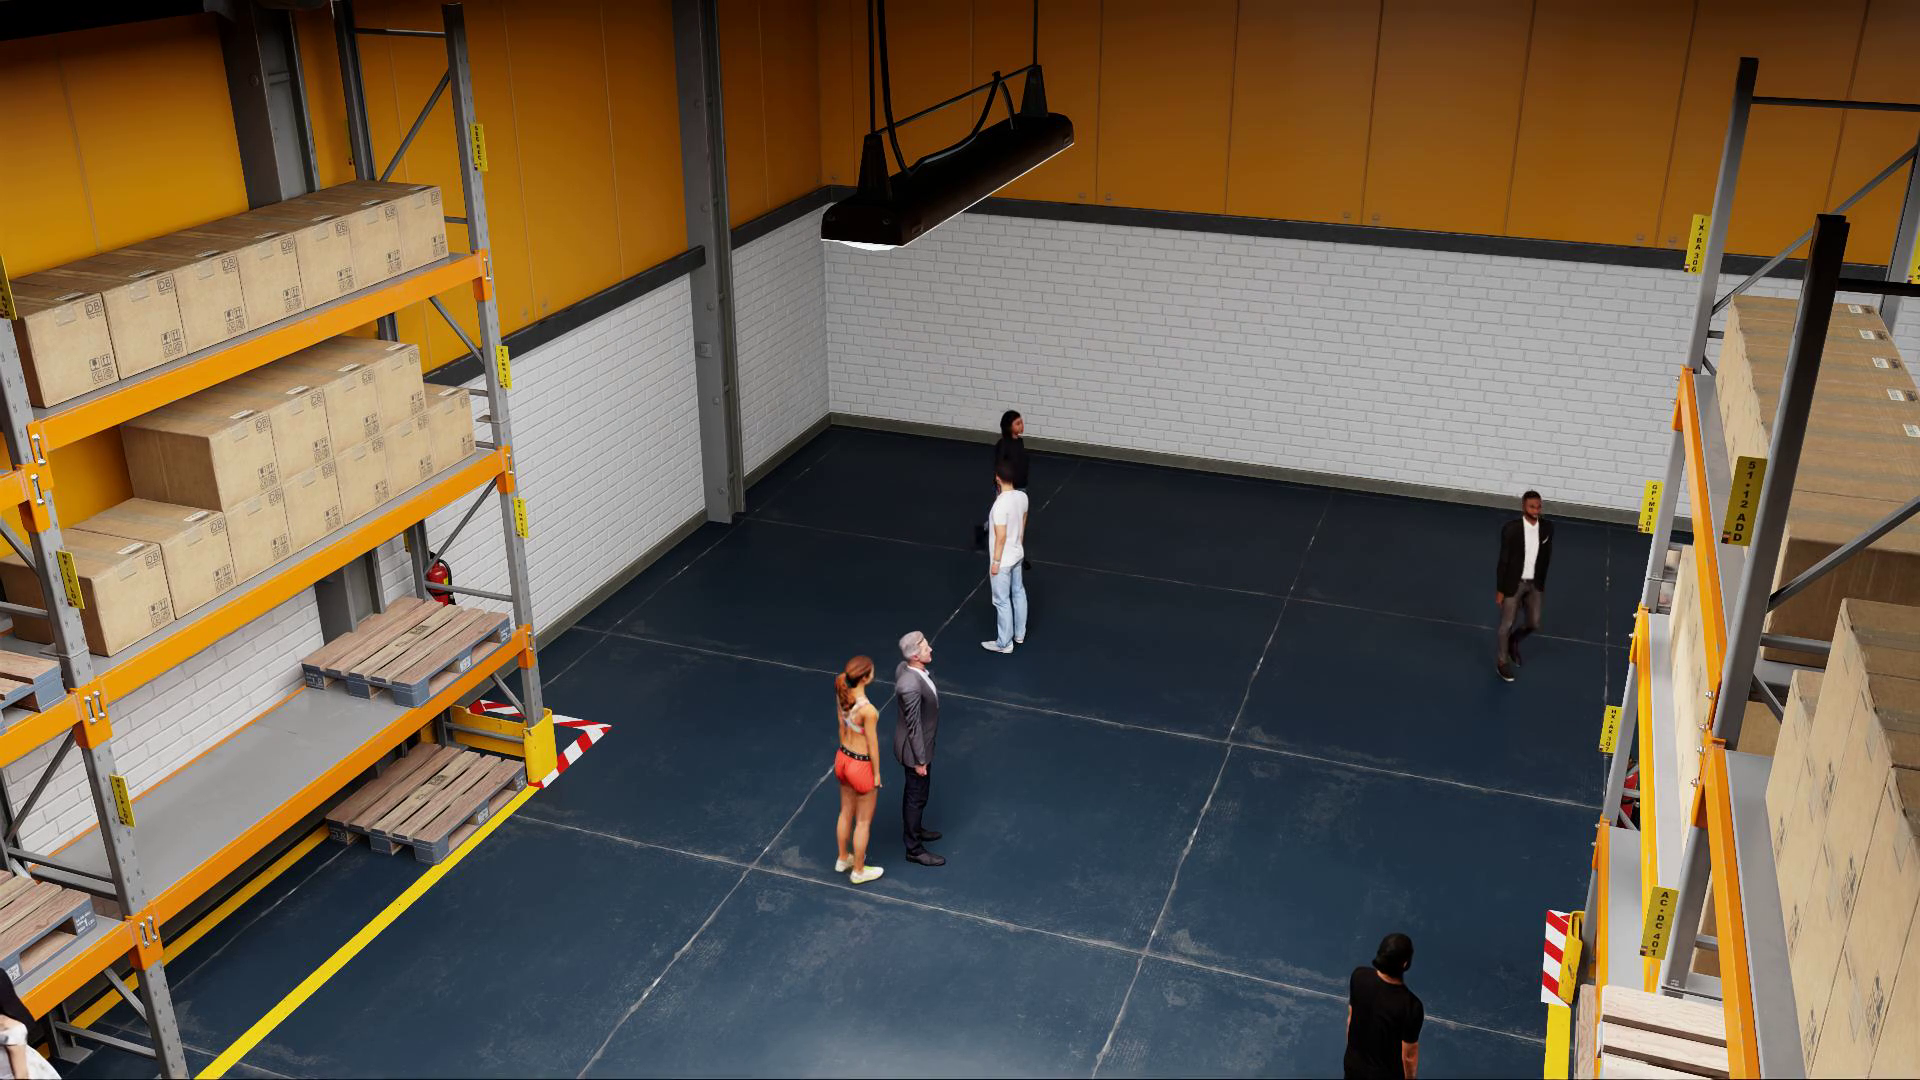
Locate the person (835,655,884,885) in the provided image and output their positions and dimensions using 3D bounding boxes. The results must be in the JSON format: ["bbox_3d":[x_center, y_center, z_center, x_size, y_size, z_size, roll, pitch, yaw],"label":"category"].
[{"bbox_3d":[-0.745,1.640,11.943,0.661,1.783,0.649,-20,31,-38],"label":"person"}]

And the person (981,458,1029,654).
[{"bbox_3d":[0.432,0.139,15.280,0.784,1.861,0.584,15,27,30],"label":"person"}]

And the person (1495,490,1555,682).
[{"bbox_3d":[4.952,0.373,14.828,0.794,1.793,0.840,-2,24,-6],"label":"person"}]

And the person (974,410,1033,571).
[{"bbox_3d":[0.453,-0.512,16.998,0.861,1.677,0.939,21,31,40],"label":"person"}]

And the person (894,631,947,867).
[{"bbox_3d":[-0.313,1.491,12.207,0.857,1.843,0.704,-2,24,-4],"label":"person"}]

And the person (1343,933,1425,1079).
[{"bbox_3d":[2.275,2.895,9.104,0.715,1.756,0.704,-19,30,-36],"label":"person"}]
